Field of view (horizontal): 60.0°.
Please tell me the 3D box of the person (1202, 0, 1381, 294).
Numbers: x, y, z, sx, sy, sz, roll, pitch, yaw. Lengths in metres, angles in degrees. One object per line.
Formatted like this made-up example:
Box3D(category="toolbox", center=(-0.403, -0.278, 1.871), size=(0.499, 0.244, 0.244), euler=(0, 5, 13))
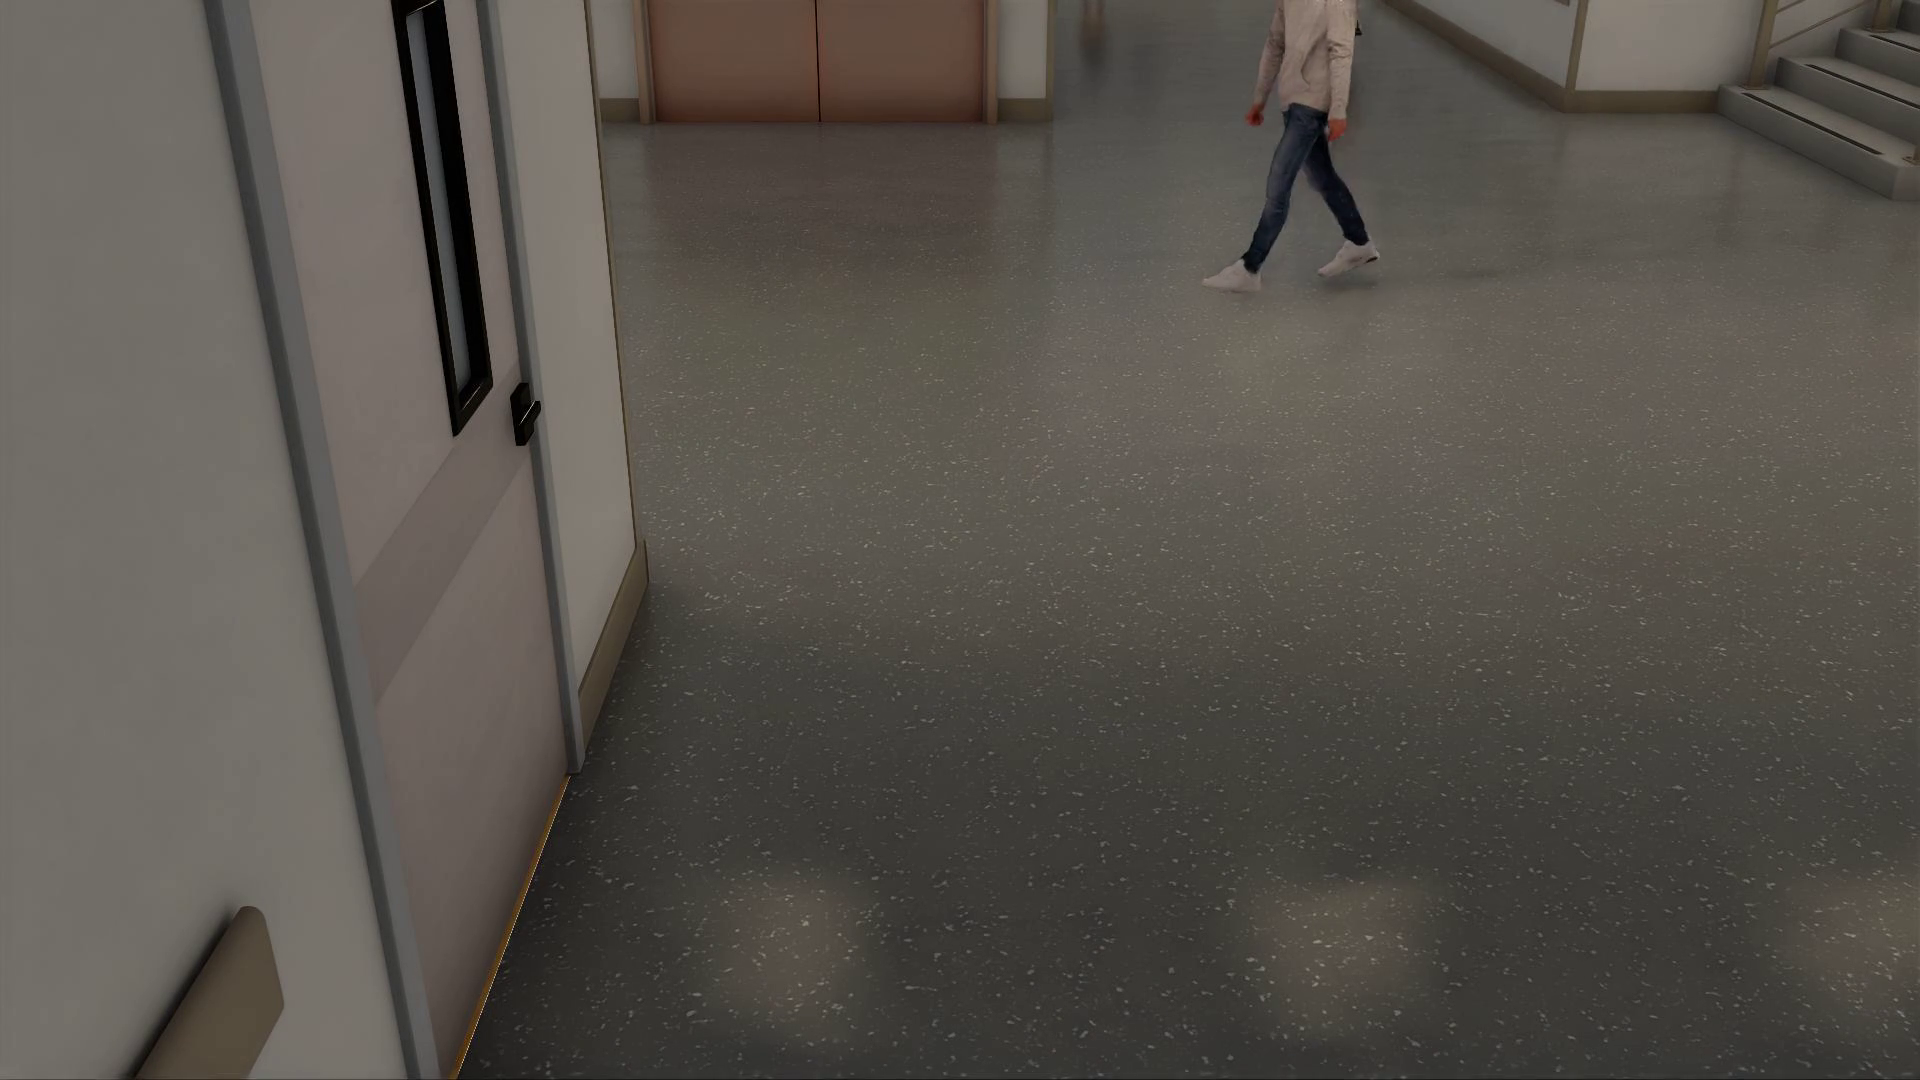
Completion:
Box3D(category="person", center=(1.742, -2.063, 7.919), size=(1.351, 1.805, 1.005), euler=(-9, 27, -19))
